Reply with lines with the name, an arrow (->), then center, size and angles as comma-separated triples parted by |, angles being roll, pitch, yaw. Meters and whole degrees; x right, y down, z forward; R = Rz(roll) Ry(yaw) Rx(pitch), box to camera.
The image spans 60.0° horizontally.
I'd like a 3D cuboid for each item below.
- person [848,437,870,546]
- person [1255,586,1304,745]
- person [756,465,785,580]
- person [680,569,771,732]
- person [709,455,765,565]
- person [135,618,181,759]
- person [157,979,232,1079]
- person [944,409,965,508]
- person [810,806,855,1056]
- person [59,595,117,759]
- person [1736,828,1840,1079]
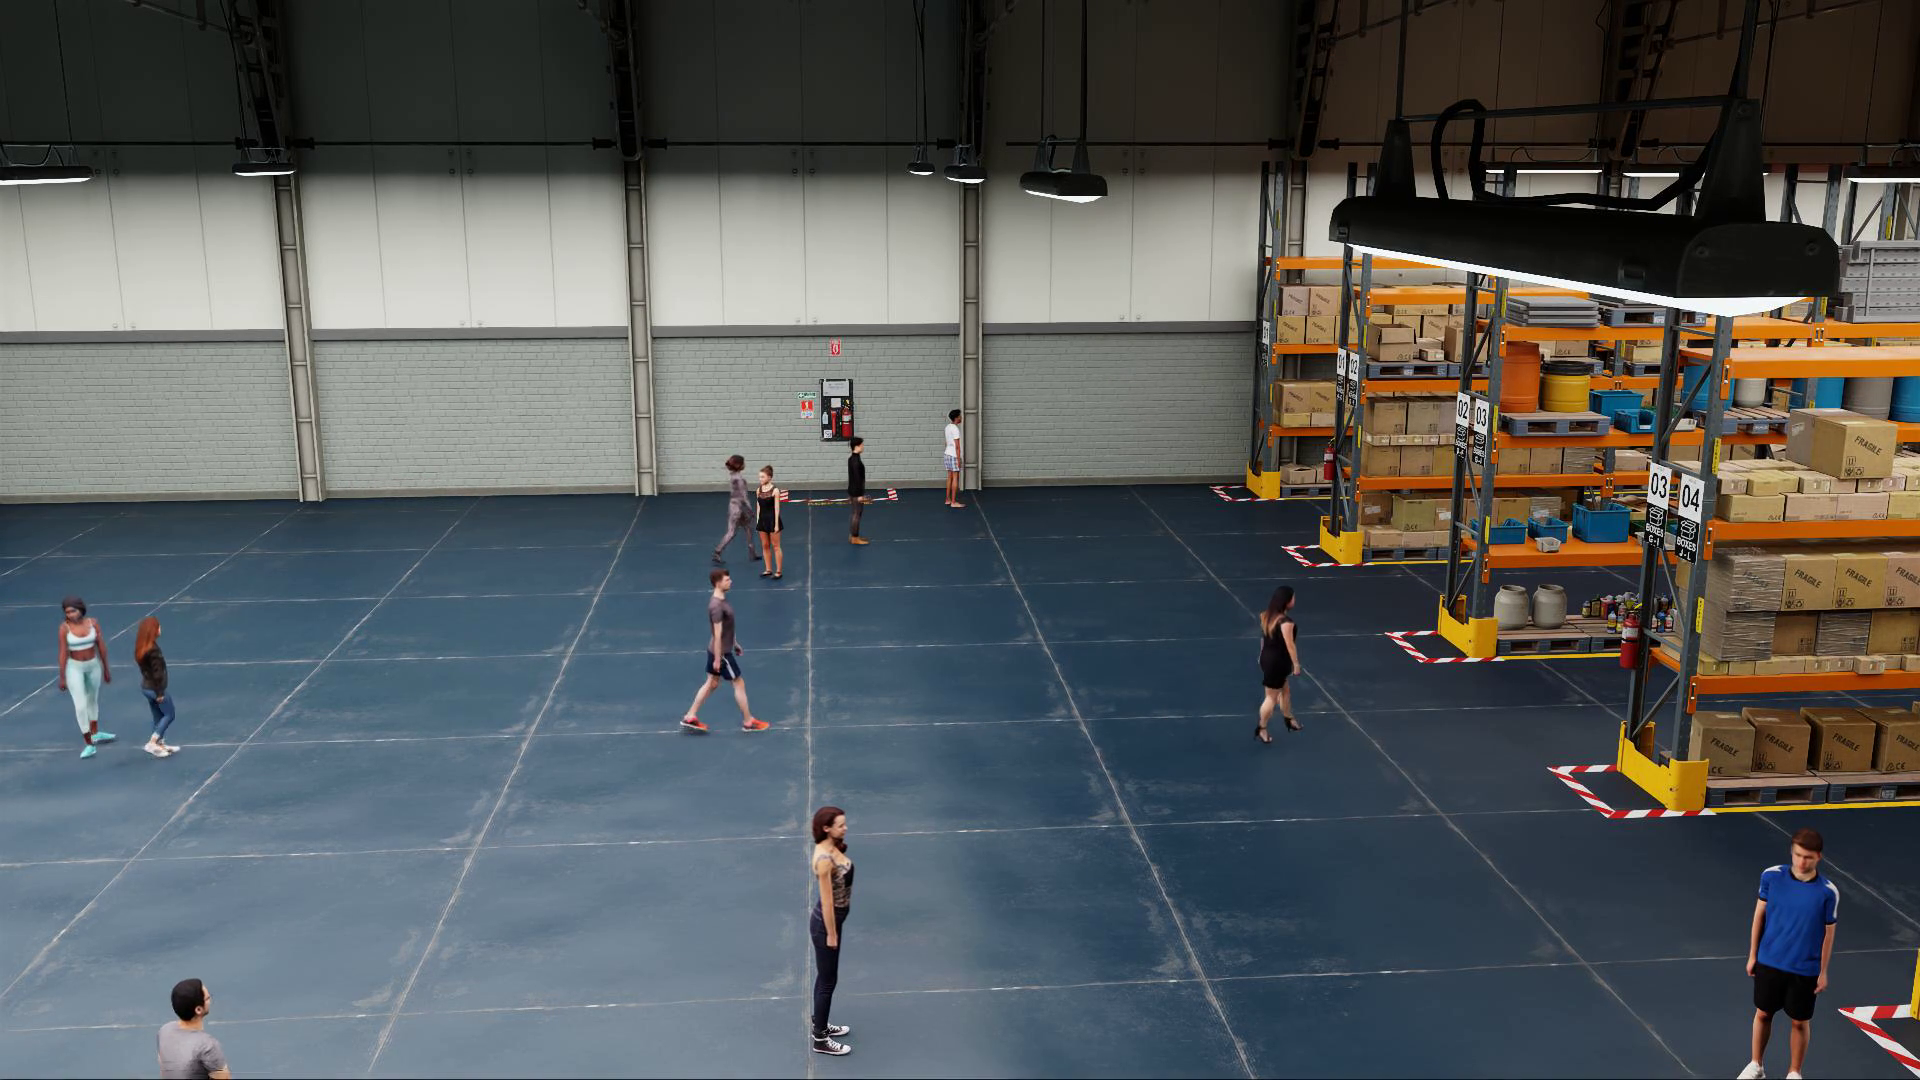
person -> -1.657, -0.795, 26.670 | 0.562, 1.723, 0.677 | -3, 13, -12
person -> 3.263, 1.334, 17.539 | 0.940, 1.695, 0.779 | -4, 14, -18
person -> -2.799, -0.268, 24.489 | 0.673, 1.681, 0.752 | 8, 15, 31
person -> -2.640, 1.216, 17.796 | 1.202, 1.808, 0.722 | -2, 13, -10
person -> -3.447, -0.413, 25.134 | 1.154, 1.672, 0.713 | -4, 14, -18
person -> -8.371, 1.545, 17.137 | 0.770, 1.466, 0.715 | -11, 17, -40
person -> -4.227, 3.278, 9.117 | 1.190, 1.707, 1.144 | 8, 15, 29
person -> -0.114, -1.470, 29.568 | 0.628, 1.731, 0.698 | -5, 14, -20
person -> -0.917, 2.681, 11.556 | 0.542, 1.769, 0.610 | -1, 13, -3
person -> -9.129, 1.380, 17.337 | 0.956, 1.695, 0.901 | 10, 16, 37
person -> 5.478, 2.767, 10.968 | 0.718, 1.868, 0.798 | 9, 16, 33
